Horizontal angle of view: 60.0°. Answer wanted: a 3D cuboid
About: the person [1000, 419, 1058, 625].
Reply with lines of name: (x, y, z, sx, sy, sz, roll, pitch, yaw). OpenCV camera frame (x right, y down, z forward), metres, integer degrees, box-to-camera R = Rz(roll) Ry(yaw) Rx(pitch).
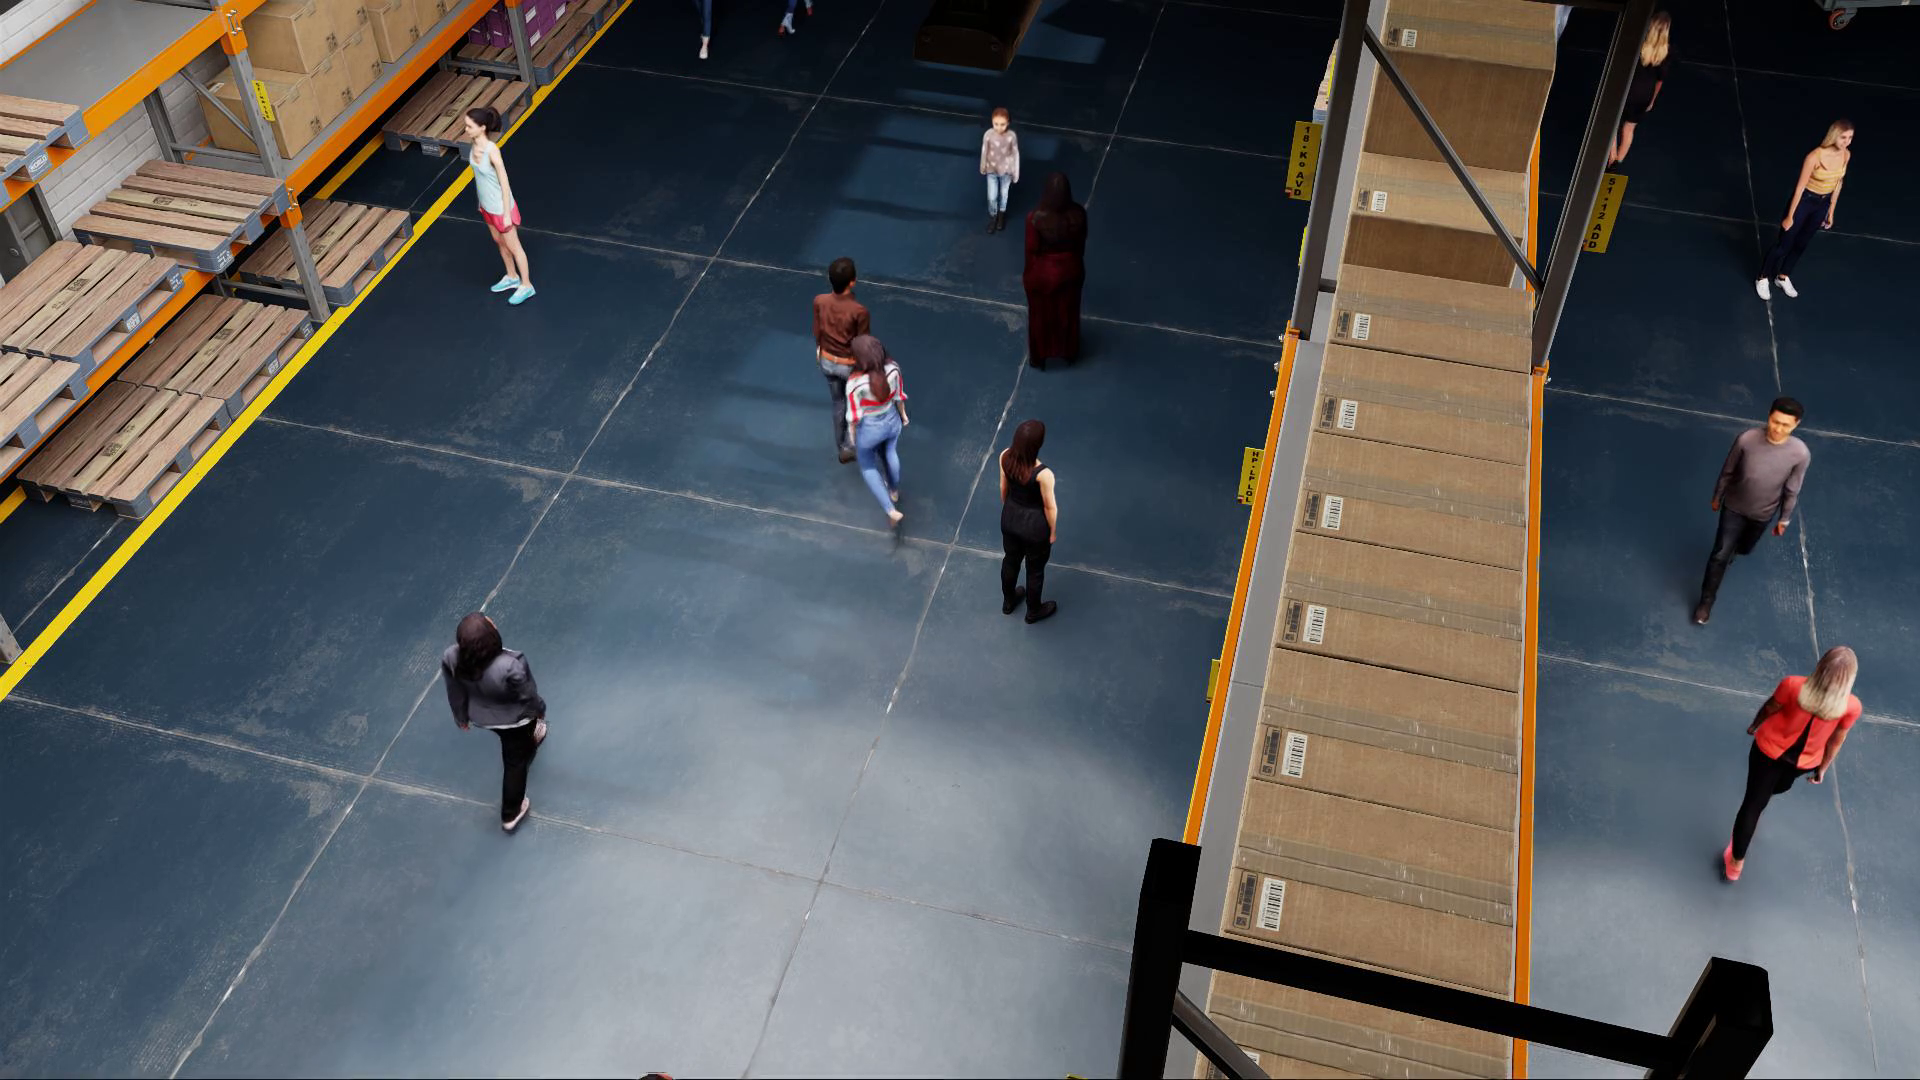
person: (0.439, -0.118, 10.983, 0.663, 1.688, 0.672, 28, 50, 26)

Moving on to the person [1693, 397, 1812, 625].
person: (5.299, -0.269, 11.103, 1.133, 1.742, 0.815, 11, 45, 11)

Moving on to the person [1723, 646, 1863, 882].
person: (4.724, 1.297, 9.531, 0.722, 1.643, 1.177, 16, 46, 16)

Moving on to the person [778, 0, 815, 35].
person: (-1.761, -6.049, 17.286, 0.640, 1.583, 1.009, 11, 45, 12)

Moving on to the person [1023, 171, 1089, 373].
person: (0.743, -2.087, 13.001, 0.774, 1.756, 0.798, -11, 45, -12)

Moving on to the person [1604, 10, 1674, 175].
person: (6.100, -3.934, 15.008, 0.648, 1.662, 0.701, 0, 44, 0)

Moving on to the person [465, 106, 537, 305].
person: (-3.813, -2.754, 13.695, 0.712, 1.764, 0.688, -33, 52, -30)

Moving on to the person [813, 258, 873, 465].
person: (-0.879, -1.223, 12.087, 0.663, 1.766, 0.679, 12, 45, 13)

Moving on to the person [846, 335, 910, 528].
person: (-0.560, -0.760, 11.725, 0.942, 1.594, 0.996, -18, 46, -18)

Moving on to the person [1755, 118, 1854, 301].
person: (7.039, -2.764, 13.804, 0.657, 1.628, 0.664, -9, 44, -9)

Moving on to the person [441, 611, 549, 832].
person: (-2.737, 1.072, 9.829, 0.676, 1.557, 1.018, 11, 45, 12)

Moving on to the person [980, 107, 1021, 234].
person: (0.358, -3.313, 14.701, 0.538, 1.186, 0.547, 4, 44, 4)
